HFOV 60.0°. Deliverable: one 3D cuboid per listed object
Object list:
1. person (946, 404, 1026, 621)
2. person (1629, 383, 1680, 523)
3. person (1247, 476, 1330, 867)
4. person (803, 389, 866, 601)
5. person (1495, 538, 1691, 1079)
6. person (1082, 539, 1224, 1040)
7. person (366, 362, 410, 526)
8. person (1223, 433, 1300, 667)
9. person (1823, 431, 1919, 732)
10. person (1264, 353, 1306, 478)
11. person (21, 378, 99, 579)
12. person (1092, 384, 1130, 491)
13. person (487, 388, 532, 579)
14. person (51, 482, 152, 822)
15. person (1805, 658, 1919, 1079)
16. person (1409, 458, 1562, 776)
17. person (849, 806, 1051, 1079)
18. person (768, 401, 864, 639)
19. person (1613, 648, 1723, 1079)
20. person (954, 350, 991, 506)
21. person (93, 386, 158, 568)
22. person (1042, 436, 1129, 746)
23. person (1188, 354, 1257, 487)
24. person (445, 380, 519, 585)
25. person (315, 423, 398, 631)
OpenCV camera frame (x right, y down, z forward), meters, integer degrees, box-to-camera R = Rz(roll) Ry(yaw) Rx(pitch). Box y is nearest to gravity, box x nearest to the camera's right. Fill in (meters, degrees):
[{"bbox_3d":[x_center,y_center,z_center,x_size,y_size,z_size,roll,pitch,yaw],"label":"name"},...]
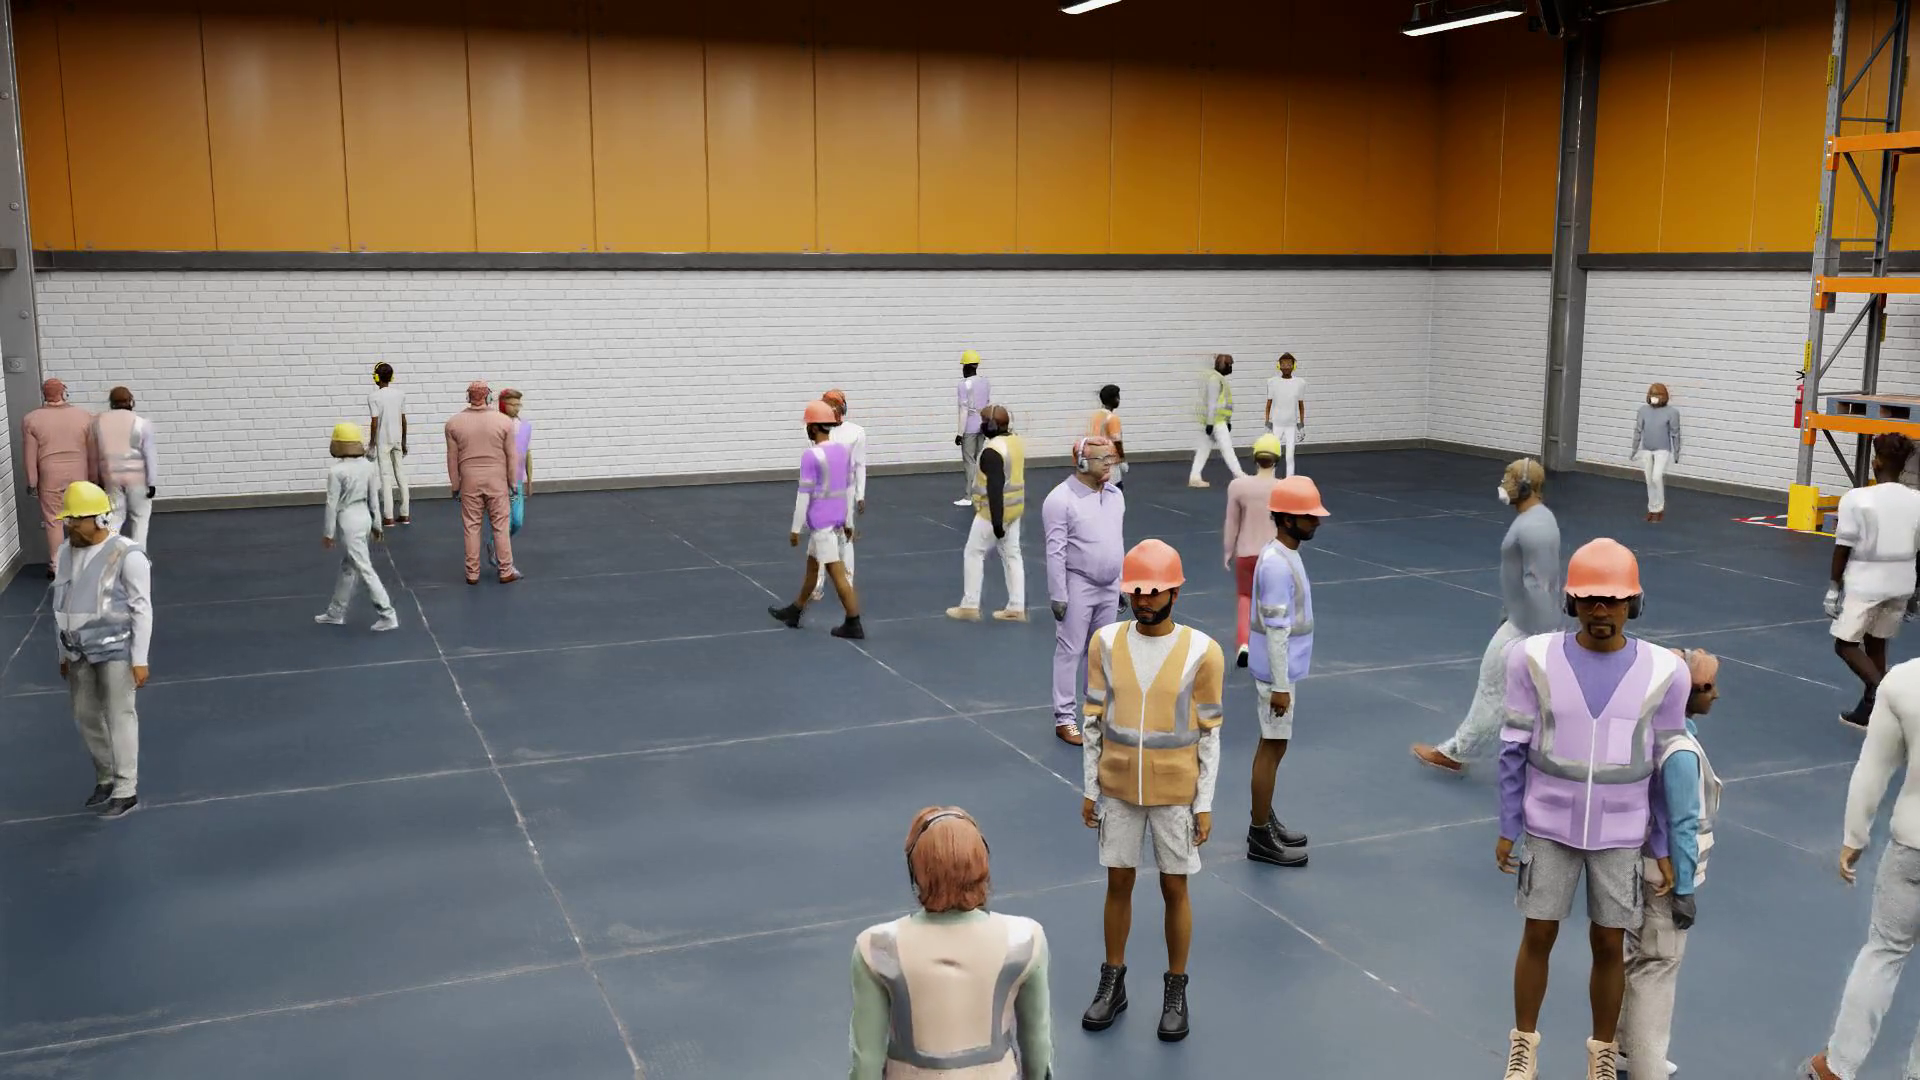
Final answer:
[{"bbox_3d":[0.217,-0.221,13.874,0.782,1.815,0.632,5,10,26],"label":"person"},{"bbox_3d":[8.006,-1.005,19.202,0.526,1.615,0.516,-7,12,-36],"label":"person"},{"bbox_3d":[1.627,0.639,8.284,0.373,1.934,0.552,2,10,13],"label":"person"},{"bbox_3d":[-1.119,-0.396,14.707,0.572,1.886,0.354,0,9,-1],"label":"person"},{"bbox_3d":[2.172,1.001,5.767,0.605,2.045,0.382,3,10,19],"label":"person"},{"bbox_3d":[0.724,0.951,6.388,0.544,1.939,0.354,3,10,19],"label":"person"},{"bbox_3d":[-6.532,-1.090,18.957,0.328,1.873,0.521,6,11,34],"label":"person"},{"bbox_3d":[2.194,0.102,12.065,0.552,1.751,0.364,4,10,22],"label":"person"},{"bbox_3d":[5.747,0.294,10.359,0.619,1.939,0.661,-1,9,-6],"label":"person"},{"bbox_3d":[4.115,-1.436,21.086,0.518,1.865,0.330,1,9,7],"label":"person"},{"bbox_3d":[-8.523,-0.583,15.791,0.644,1.904,0.399,-7,12,-36],"label":"person"},{"bbox_3d":[1.664,-0.851,18.094,0.508,1.681,0.540,-2,10,-10],"label":"person"},{"bbox_3d":[-4.382,-0.552,15.874,0.632,1.815,0.614,8,12,38],"label":"person"},{"bbox_3d":[-4.628,0.588,8.962,0.613,1.823,0.471,3,10,17],"label":"person"},{"bbox_3d":[3.409,1.087,5.697,0.494,1.894,0.679,-9,13,-44],"label":"person"},{"bbox_3d":[3.176,0.466,9.509,1.039,1.880,0.648,4,10,23],"label":"person"},{"bbox_3d":[-0.022,1.461,4.233,0.512,1.620,0.621,0,9,-2],"label":"person"},{"bbox_3d":[-1.154,-0.167,13.317,0.975,1.882,0.565,5,11,28],"label":"person"},{"bbox_3d":[2.494,1.183,5.888,0.310,1.638,0.522,2,9,9],"label":"person"},{"bbox_3d":[0.138,-1.380,20.548,0.367,1.926,0.594,7,11,35],"label":"person"},{"bbox_3d":[-8.021,-0.564,15.955,0.639,1.814,0.615,-1,9,-4],"label":"person"},{"bbox_3d":[0.814,0.306,10.382,0.643,1.913,0.410,-8,12,-41],"label":"person"},{"bbox_3d":[3.507,-1.570,22.123,0.980,1.784,0.637,2,10,11],"label":"person"},{"bbox_3d":[-4.425,-0.532,15.471,0.643,1.909,0.410,-1,9,-9],"label":"person"},{"bbox_3d":[-4.943,-0.108,13.539,0.886,1.697,0.499,3,10,19],"label":"person"}]
